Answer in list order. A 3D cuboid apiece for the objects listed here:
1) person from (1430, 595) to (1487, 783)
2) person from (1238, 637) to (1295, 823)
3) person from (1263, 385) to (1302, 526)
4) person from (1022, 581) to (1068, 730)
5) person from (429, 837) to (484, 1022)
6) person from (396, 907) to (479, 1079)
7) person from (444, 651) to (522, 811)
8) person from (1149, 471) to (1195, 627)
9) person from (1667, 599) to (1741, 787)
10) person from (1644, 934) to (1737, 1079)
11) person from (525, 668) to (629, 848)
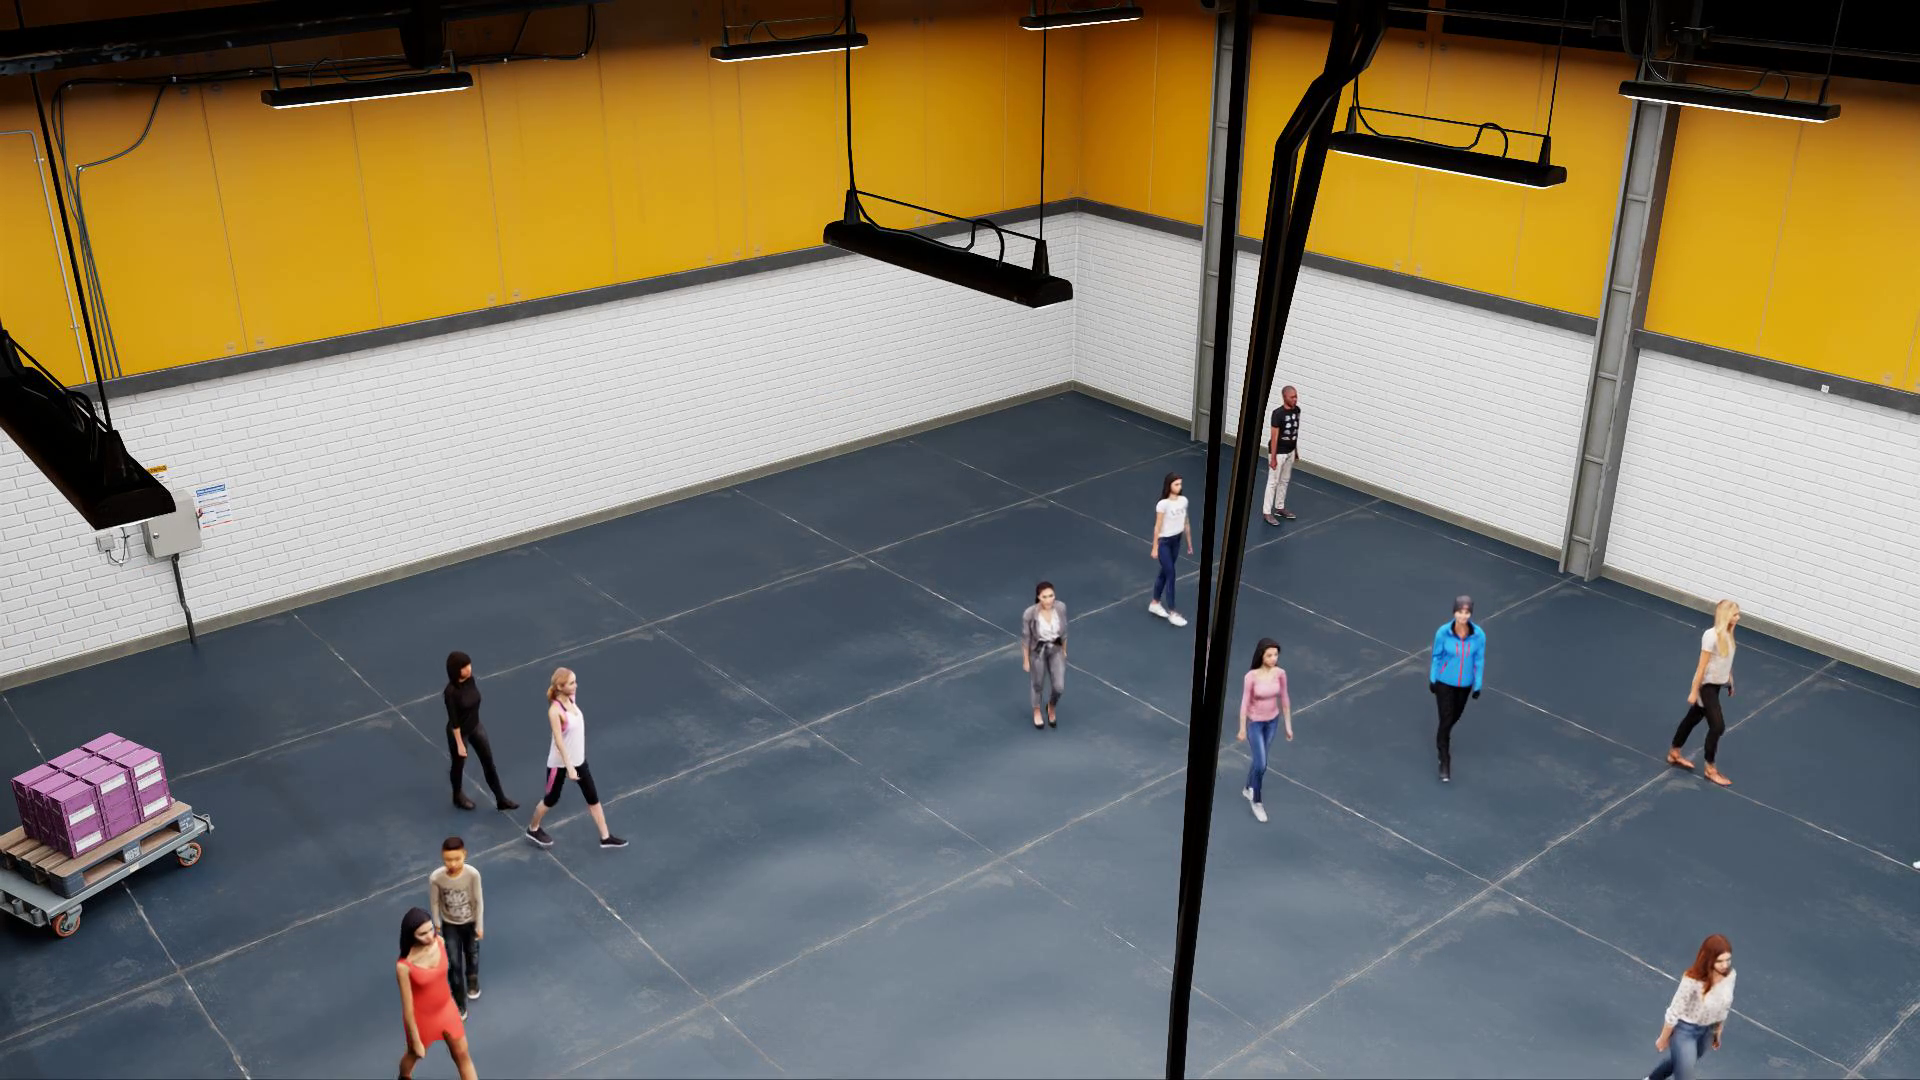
[{"bbox_3d":[4.659,1.328,15.683,1.148,1.761,1.144,4,24,9],"label":"person"},{"bbox_3d":[2.693,1.629,15.039,0.726,1.725,0.856,-10,25,-21],"label":"person"},{"bbox_3d":[4.114,-1.113,21.213,0.641,1.804,0.584,-17,29,-34],"label":"person"},{"bbox_3d":[0.815,1.103,16.335,0.743,1.650,0.763,-6,24,-13],"label":"person"},{"bbox_3d":[-3.783,2.836,12.621,0.683,1.449,0.822,-8,25,-18],"label":"person"},{"bbox_3d":[-3.699,3.253,11.396,1.224,1.667,0.908,13,27,27],"label":"person"},{"bbox_3d":[-4.516,1.723,14.963,1.008,1.614,0.817,11,26,24],"label":"person"},{"bbox_3d":[2.265,0.051,18.609,0.618,1.756,0.839,-19,30,-37],"label":"person"},{"bbox_3d":[6.896,1.359,15.559,0.893,1.804,0.717,20,30,38],"label":"person"},{"bbox_3d":[4.917,3.291,11.271,0.782,1.697,0.962,-9,25,-19],"label":"person"},{"bbox_3d":[-3.489,1.925,14.340,1.239,1.743,1.051,6,24,14],"label":"person"}]
